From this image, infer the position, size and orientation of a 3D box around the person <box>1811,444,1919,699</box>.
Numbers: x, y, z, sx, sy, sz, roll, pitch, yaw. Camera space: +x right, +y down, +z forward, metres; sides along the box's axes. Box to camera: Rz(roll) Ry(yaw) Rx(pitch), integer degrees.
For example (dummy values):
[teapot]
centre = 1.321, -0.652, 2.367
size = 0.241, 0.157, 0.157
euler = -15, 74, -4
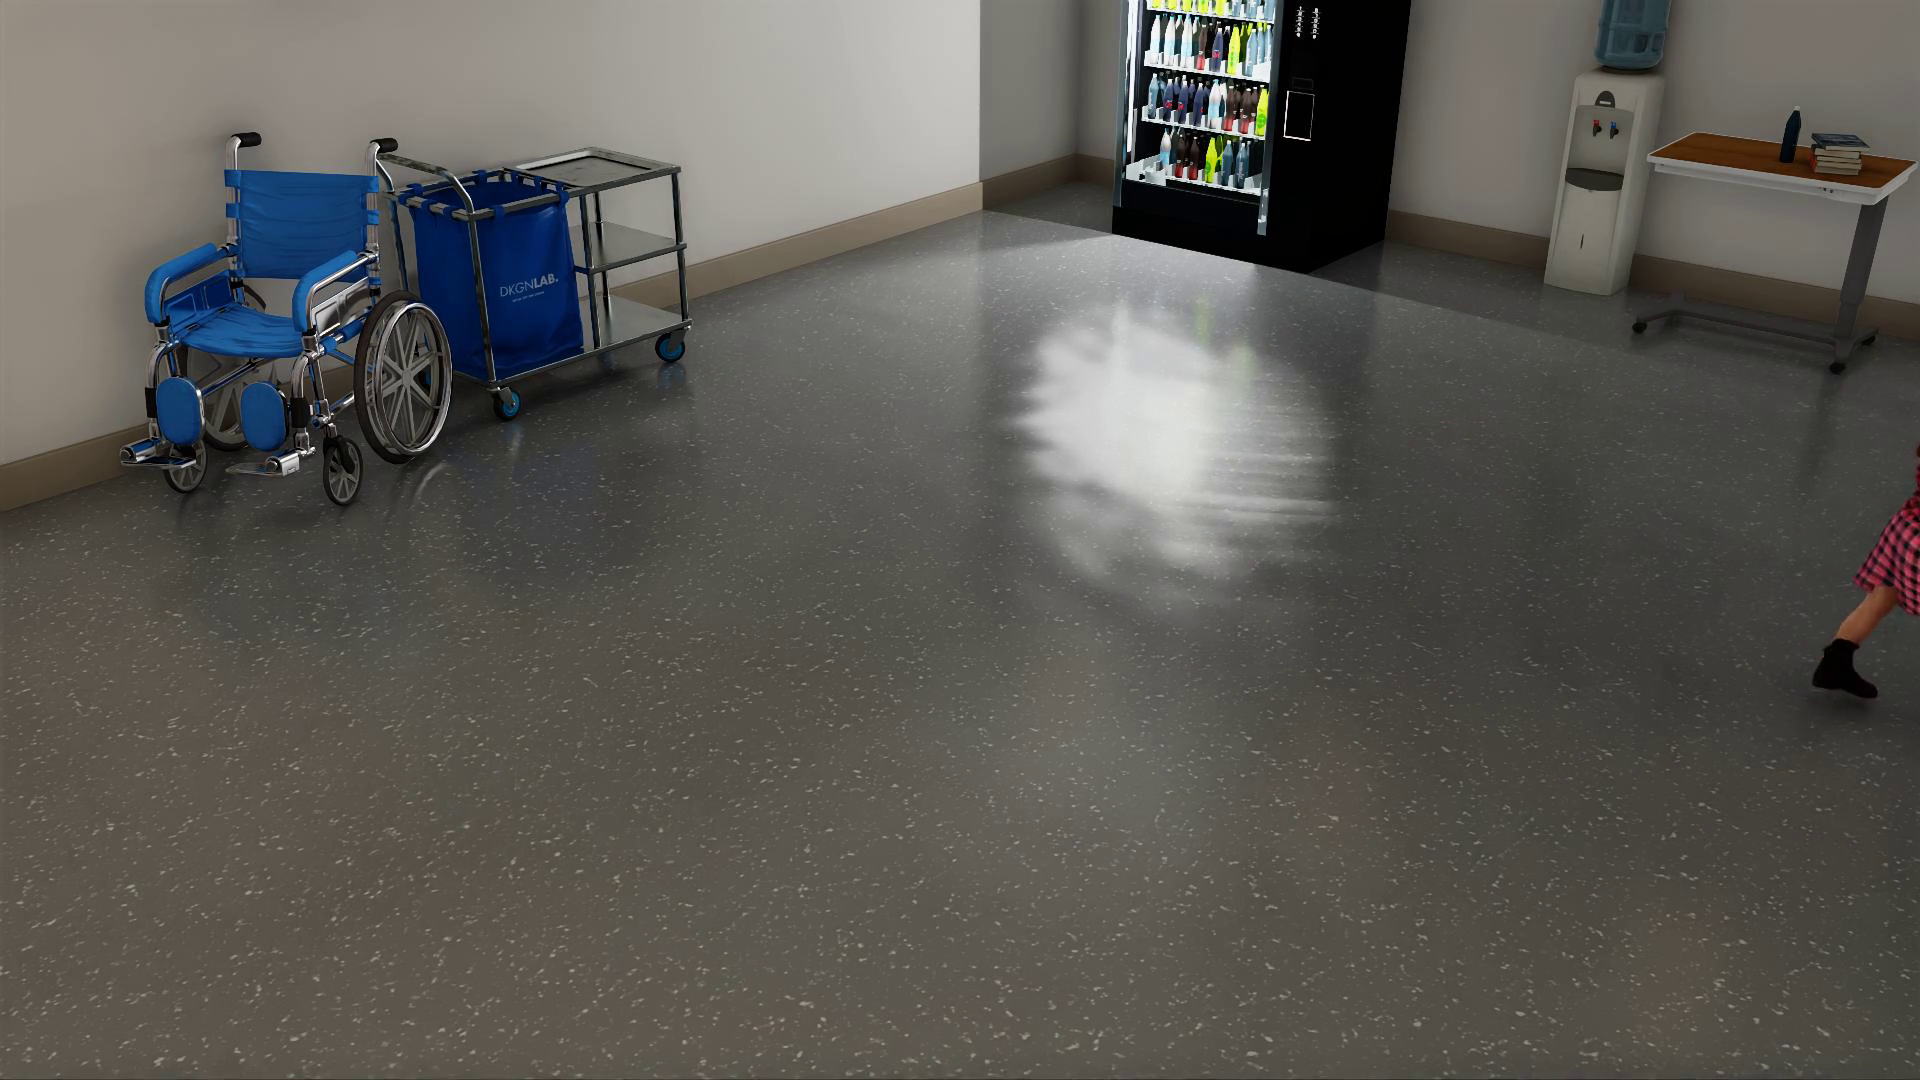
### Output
[person]
centre = 2.584, 0.003, 4.514
size = 0.810, 0.987, 0.731
euler = 1, 26, 1
